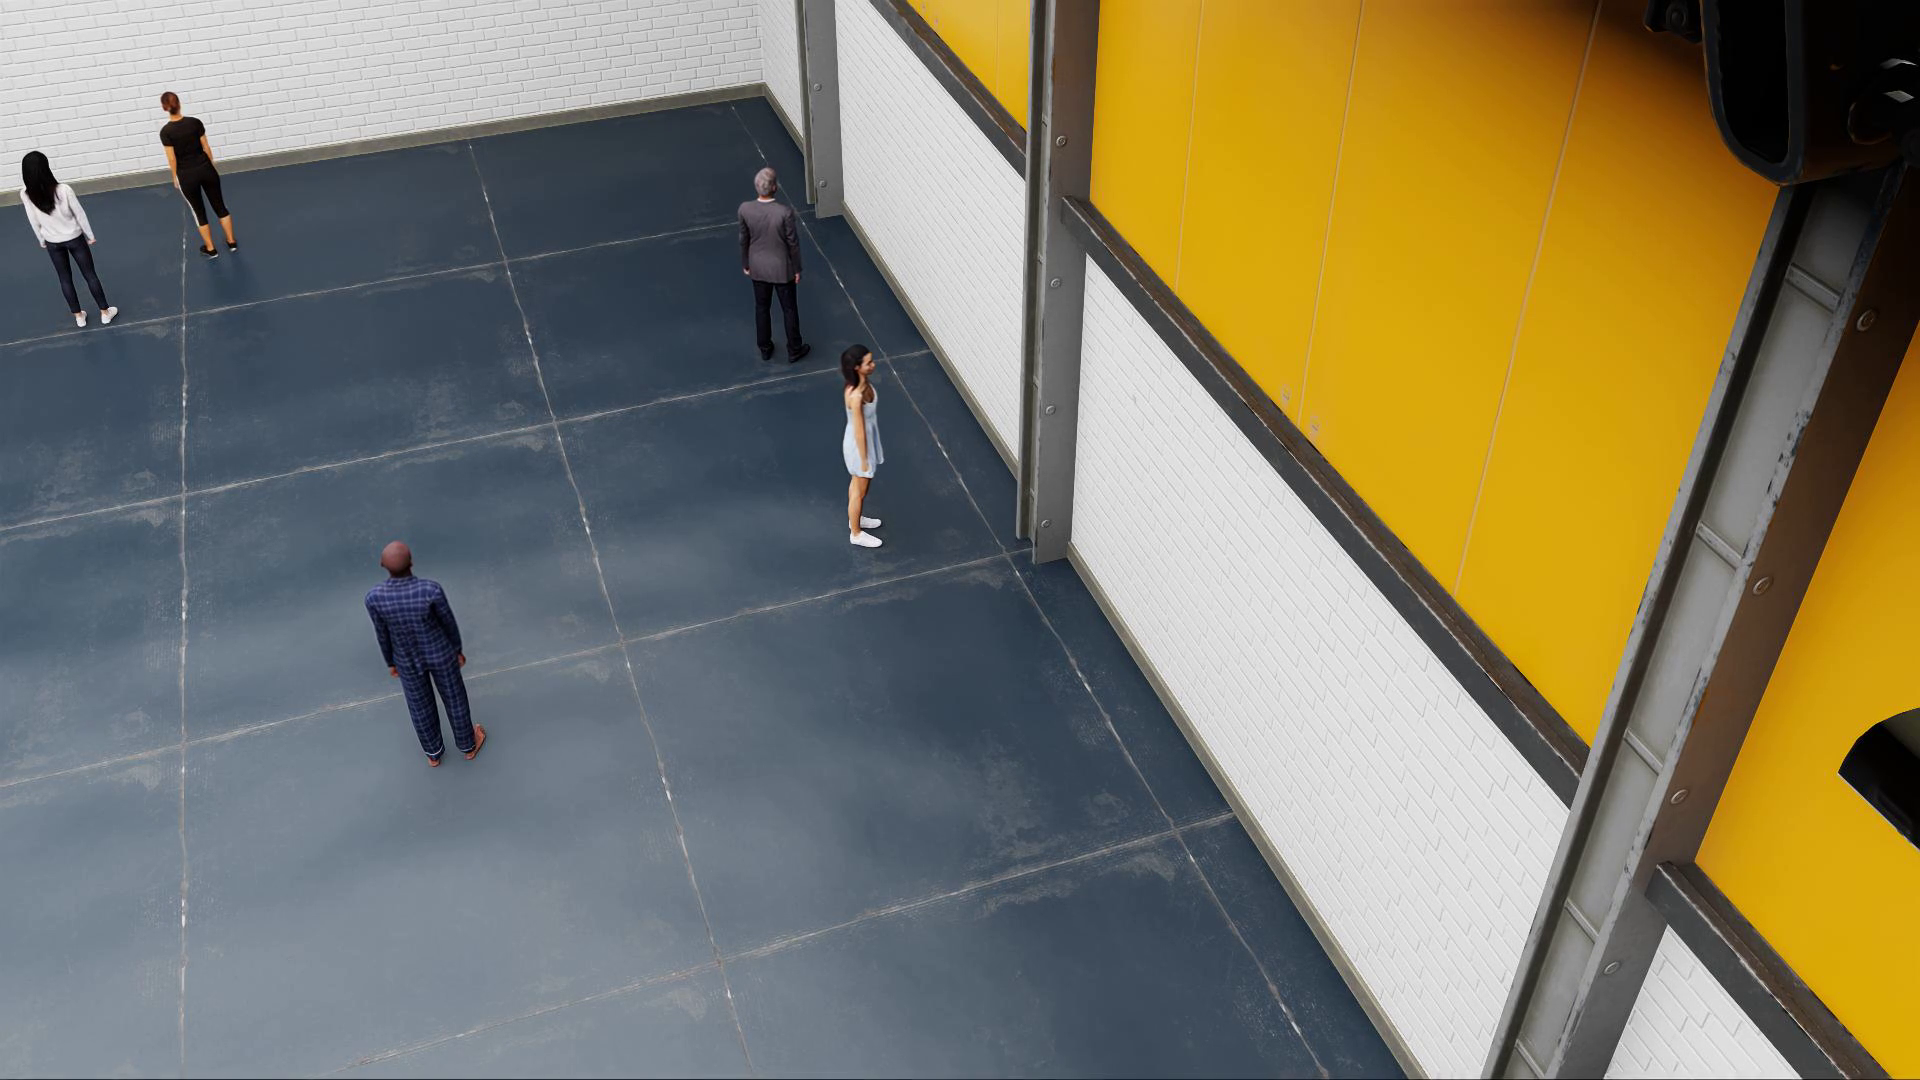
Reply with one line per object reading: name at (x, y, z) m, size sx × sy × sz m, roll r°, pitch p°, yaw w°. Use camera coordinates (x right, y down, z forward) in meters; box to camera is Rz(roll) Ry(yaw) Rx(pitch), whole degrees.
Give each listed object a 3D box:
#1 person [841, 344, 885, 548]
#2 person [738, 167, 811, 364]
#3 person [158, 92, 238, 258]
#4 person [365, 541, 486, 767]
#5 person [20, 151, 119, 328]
person at (-0.751, -0.734, 12.576) m, size 0.714 × 1.729 × 0.575 m, roll 0°, pitch 39°, yaw 0°
person at (-1.643, -2.405, 14.579) m, size 0.811 × 1.842 × 0.822 m, roll 9°, pitch 39°, yaw 11°
person at (-7.423, -3.559, 16.161) m, size 0.646 × 1.669 × 0.625 m, roll -28°, pitch 46°, yaw -30°
person at (-3.435, 0.729, 10.671) m, size 0.685 × 1.820 × 0.635 m, roll -8°, pitch 39°, yaw -10°
person at (-8.145, -2.736, 15.107) m, size 0.639 × 1.700 × 0.571 m, roll -9°, pitch 39°, yaw -11°
